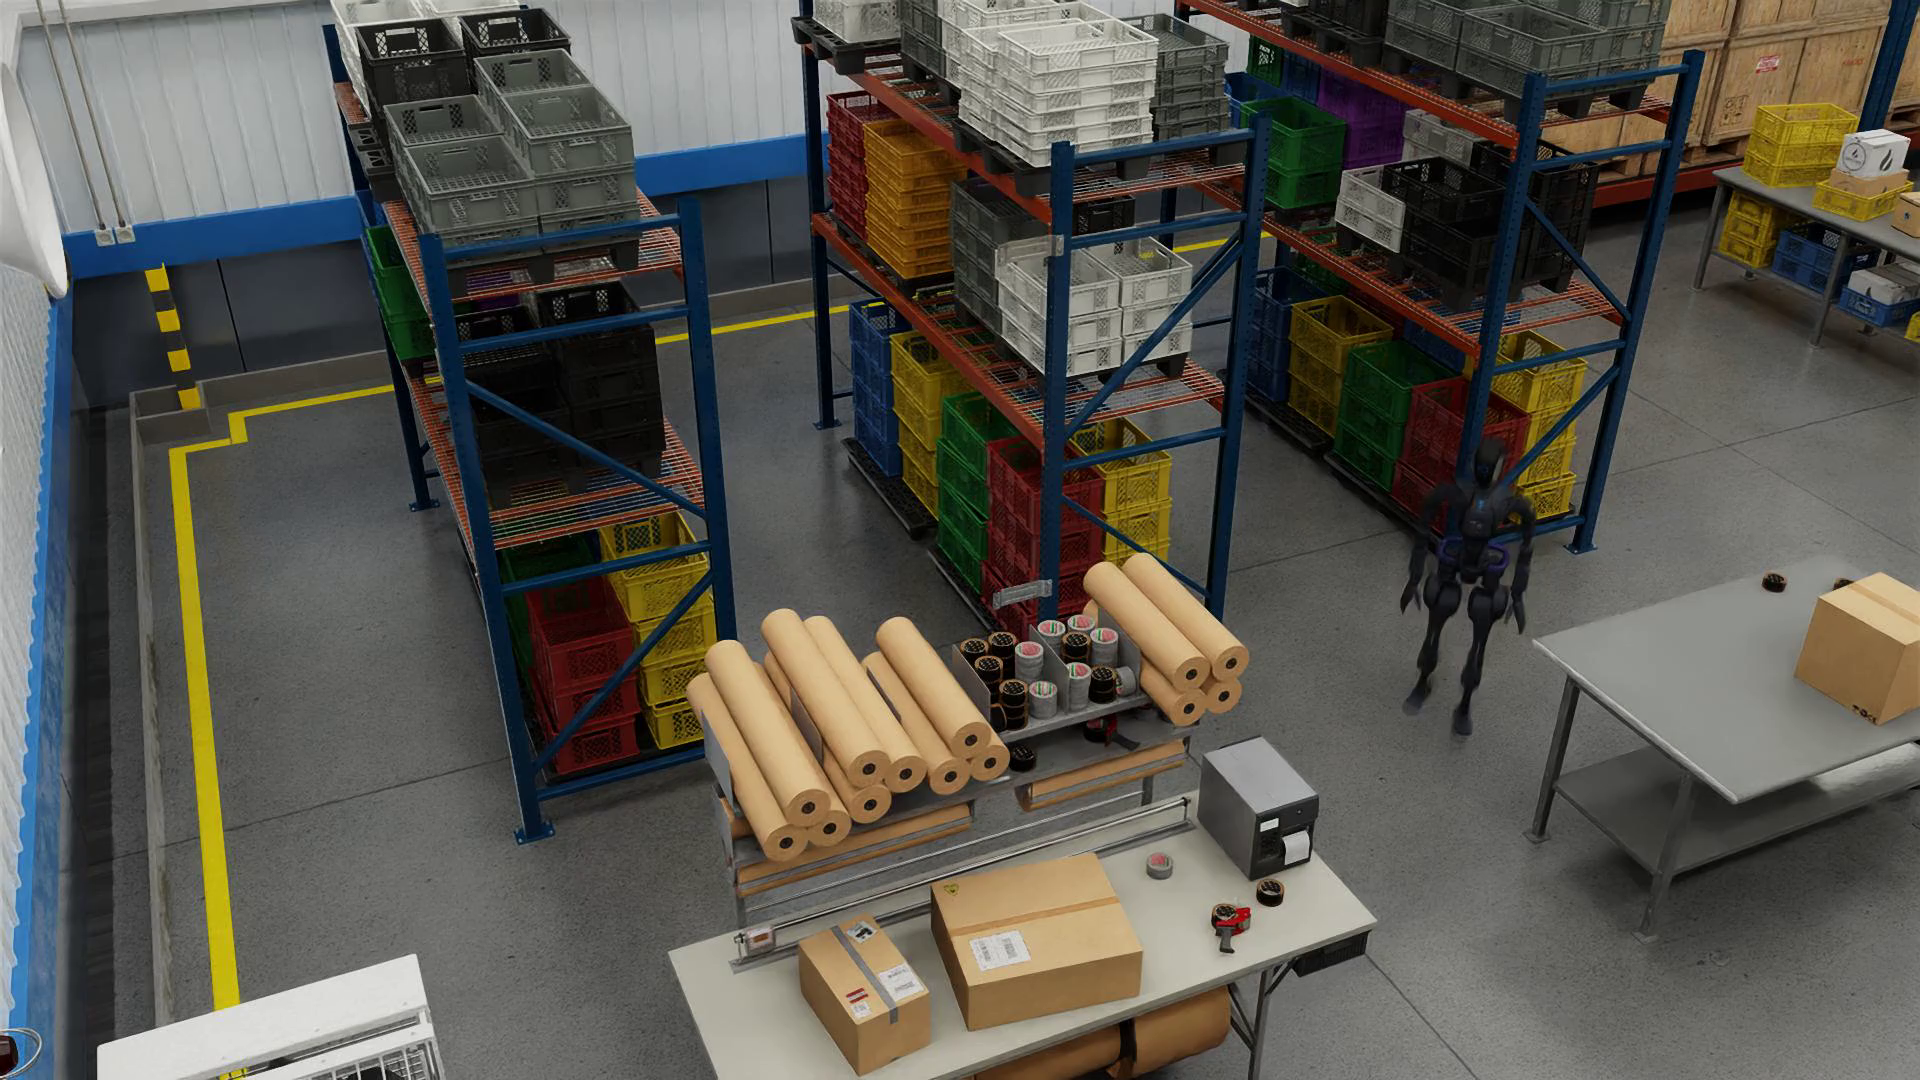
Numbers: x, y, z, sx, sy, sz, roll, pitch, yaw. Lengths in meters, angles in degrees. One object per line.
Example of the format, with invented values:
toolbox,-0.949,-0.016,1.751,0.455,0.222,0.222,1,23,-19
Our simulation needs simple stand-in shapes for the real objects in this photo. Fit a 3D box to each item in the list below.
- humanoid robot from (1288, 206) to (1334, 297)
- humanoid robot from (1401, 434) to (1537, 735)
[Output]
humanoid robot,2.776,-2.727,13.057,0.569,1.653,0.332,0,32,1
humanoid robot,2.523,0.219,8.259,0.616,1.657,0.308,12,33,18
